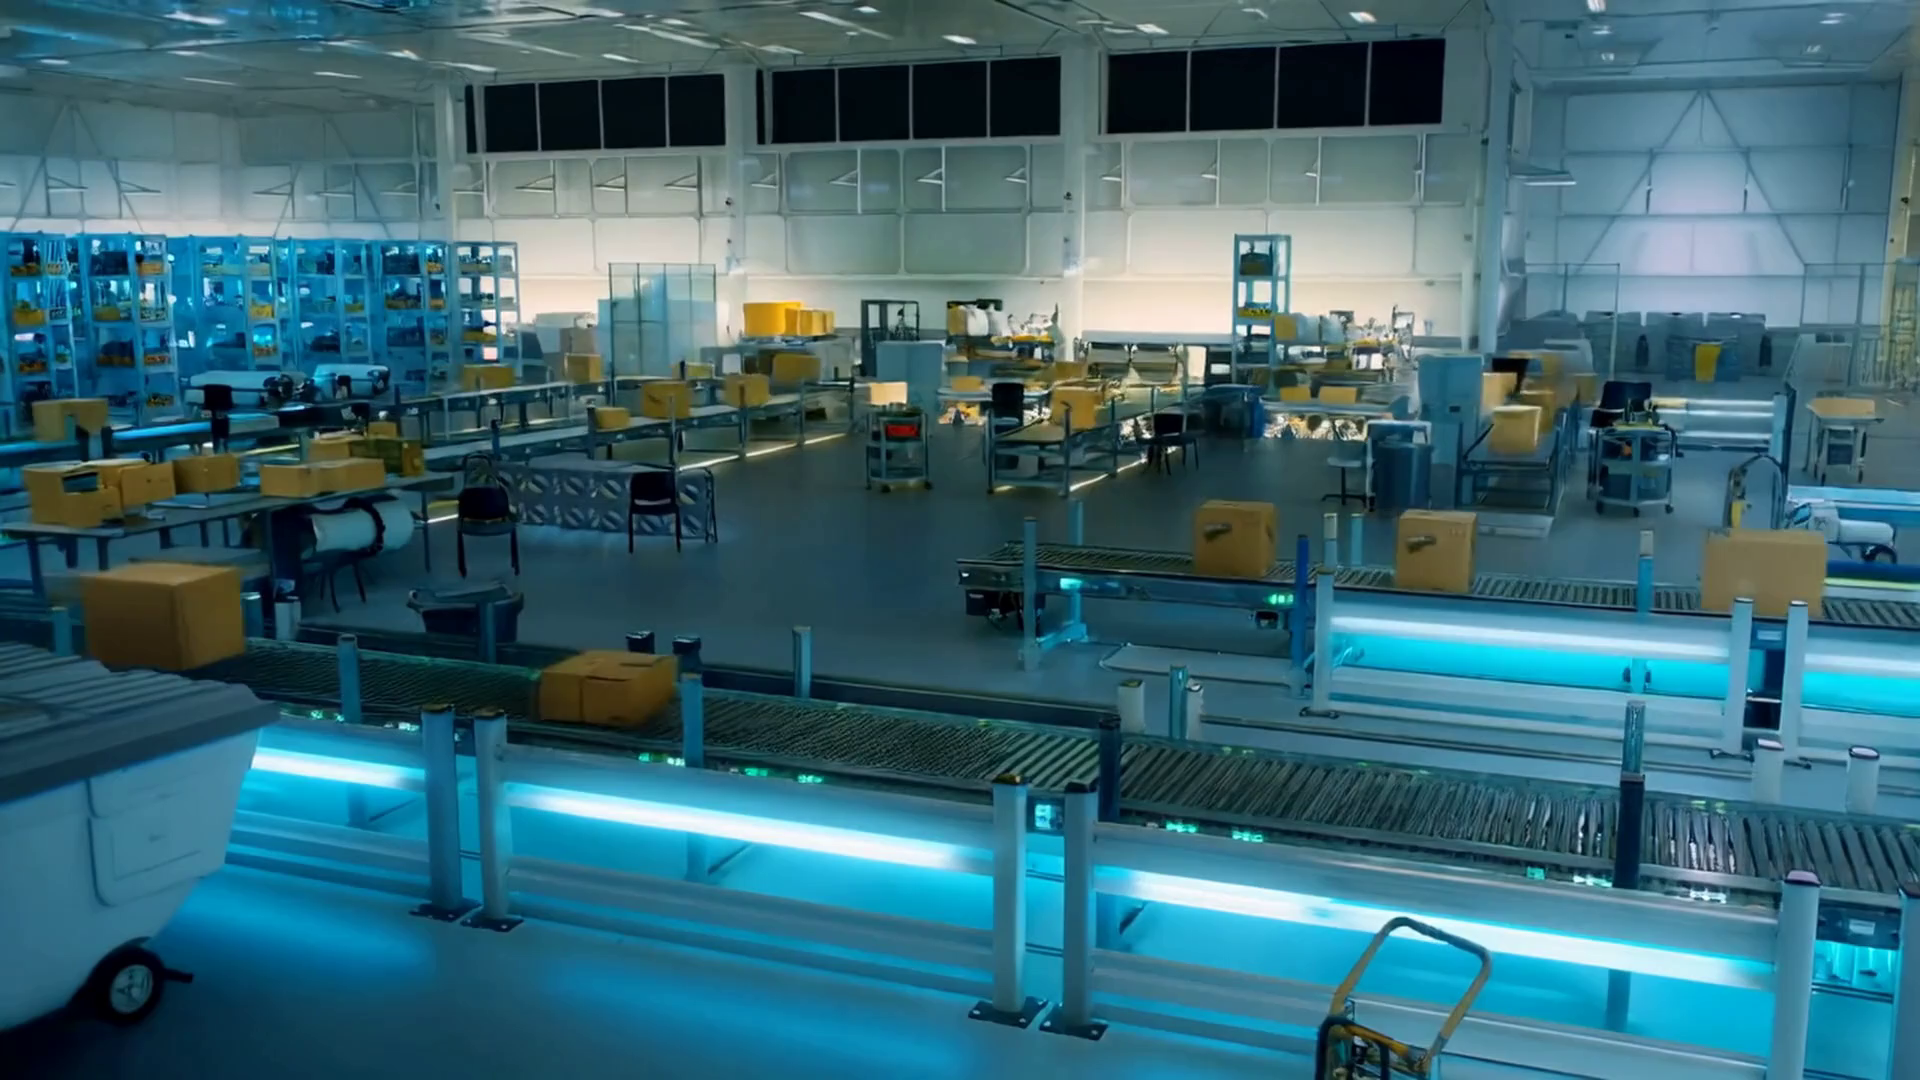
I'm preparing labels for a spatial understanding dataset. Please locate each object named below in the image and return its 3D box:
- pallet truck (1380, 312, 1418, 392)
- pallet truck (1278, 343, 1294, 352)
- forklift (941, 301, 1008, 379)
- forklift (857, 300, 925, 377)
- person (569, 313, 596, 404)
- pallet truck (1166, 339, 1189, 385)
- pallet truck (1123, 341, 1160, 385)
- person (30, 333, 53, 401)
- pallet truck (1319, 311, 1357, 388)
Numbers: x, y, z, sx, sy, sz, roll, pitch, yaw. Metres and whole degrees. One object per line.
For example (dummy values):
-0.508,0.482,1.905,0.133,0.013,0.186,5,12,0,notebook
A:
10.207,-4.283,38.369,0.823,1.965,1.885,3,10,20,pallet truck
7.886,-4.163,39.743,0.653,1.274,1.630,4,10,22,pallet truck
0.365,-4.966,41.571,1.157,1.987,2.680,3,10,20,forklift
-1.732,-5.109,42.468,1.157,1.987,2.680,4,10,22,forklift
-8.307,-3.995,36.626,0.612,1.997,0.376,-8,12,-40,person
5.418,-4.269,40.420,0.704,1.261,1.522,3,10,20,pallet truck
4.445,-4.380,41.279,0.680,1.201,1.601,4,10,22,pallet truck
-16.434,-2.784,29.818,0.403,1.823,0.588,-8,12,-39,person
9.071,-4.419,39.190,0.823,1.965,1.885,5,10,26,pallet truck
